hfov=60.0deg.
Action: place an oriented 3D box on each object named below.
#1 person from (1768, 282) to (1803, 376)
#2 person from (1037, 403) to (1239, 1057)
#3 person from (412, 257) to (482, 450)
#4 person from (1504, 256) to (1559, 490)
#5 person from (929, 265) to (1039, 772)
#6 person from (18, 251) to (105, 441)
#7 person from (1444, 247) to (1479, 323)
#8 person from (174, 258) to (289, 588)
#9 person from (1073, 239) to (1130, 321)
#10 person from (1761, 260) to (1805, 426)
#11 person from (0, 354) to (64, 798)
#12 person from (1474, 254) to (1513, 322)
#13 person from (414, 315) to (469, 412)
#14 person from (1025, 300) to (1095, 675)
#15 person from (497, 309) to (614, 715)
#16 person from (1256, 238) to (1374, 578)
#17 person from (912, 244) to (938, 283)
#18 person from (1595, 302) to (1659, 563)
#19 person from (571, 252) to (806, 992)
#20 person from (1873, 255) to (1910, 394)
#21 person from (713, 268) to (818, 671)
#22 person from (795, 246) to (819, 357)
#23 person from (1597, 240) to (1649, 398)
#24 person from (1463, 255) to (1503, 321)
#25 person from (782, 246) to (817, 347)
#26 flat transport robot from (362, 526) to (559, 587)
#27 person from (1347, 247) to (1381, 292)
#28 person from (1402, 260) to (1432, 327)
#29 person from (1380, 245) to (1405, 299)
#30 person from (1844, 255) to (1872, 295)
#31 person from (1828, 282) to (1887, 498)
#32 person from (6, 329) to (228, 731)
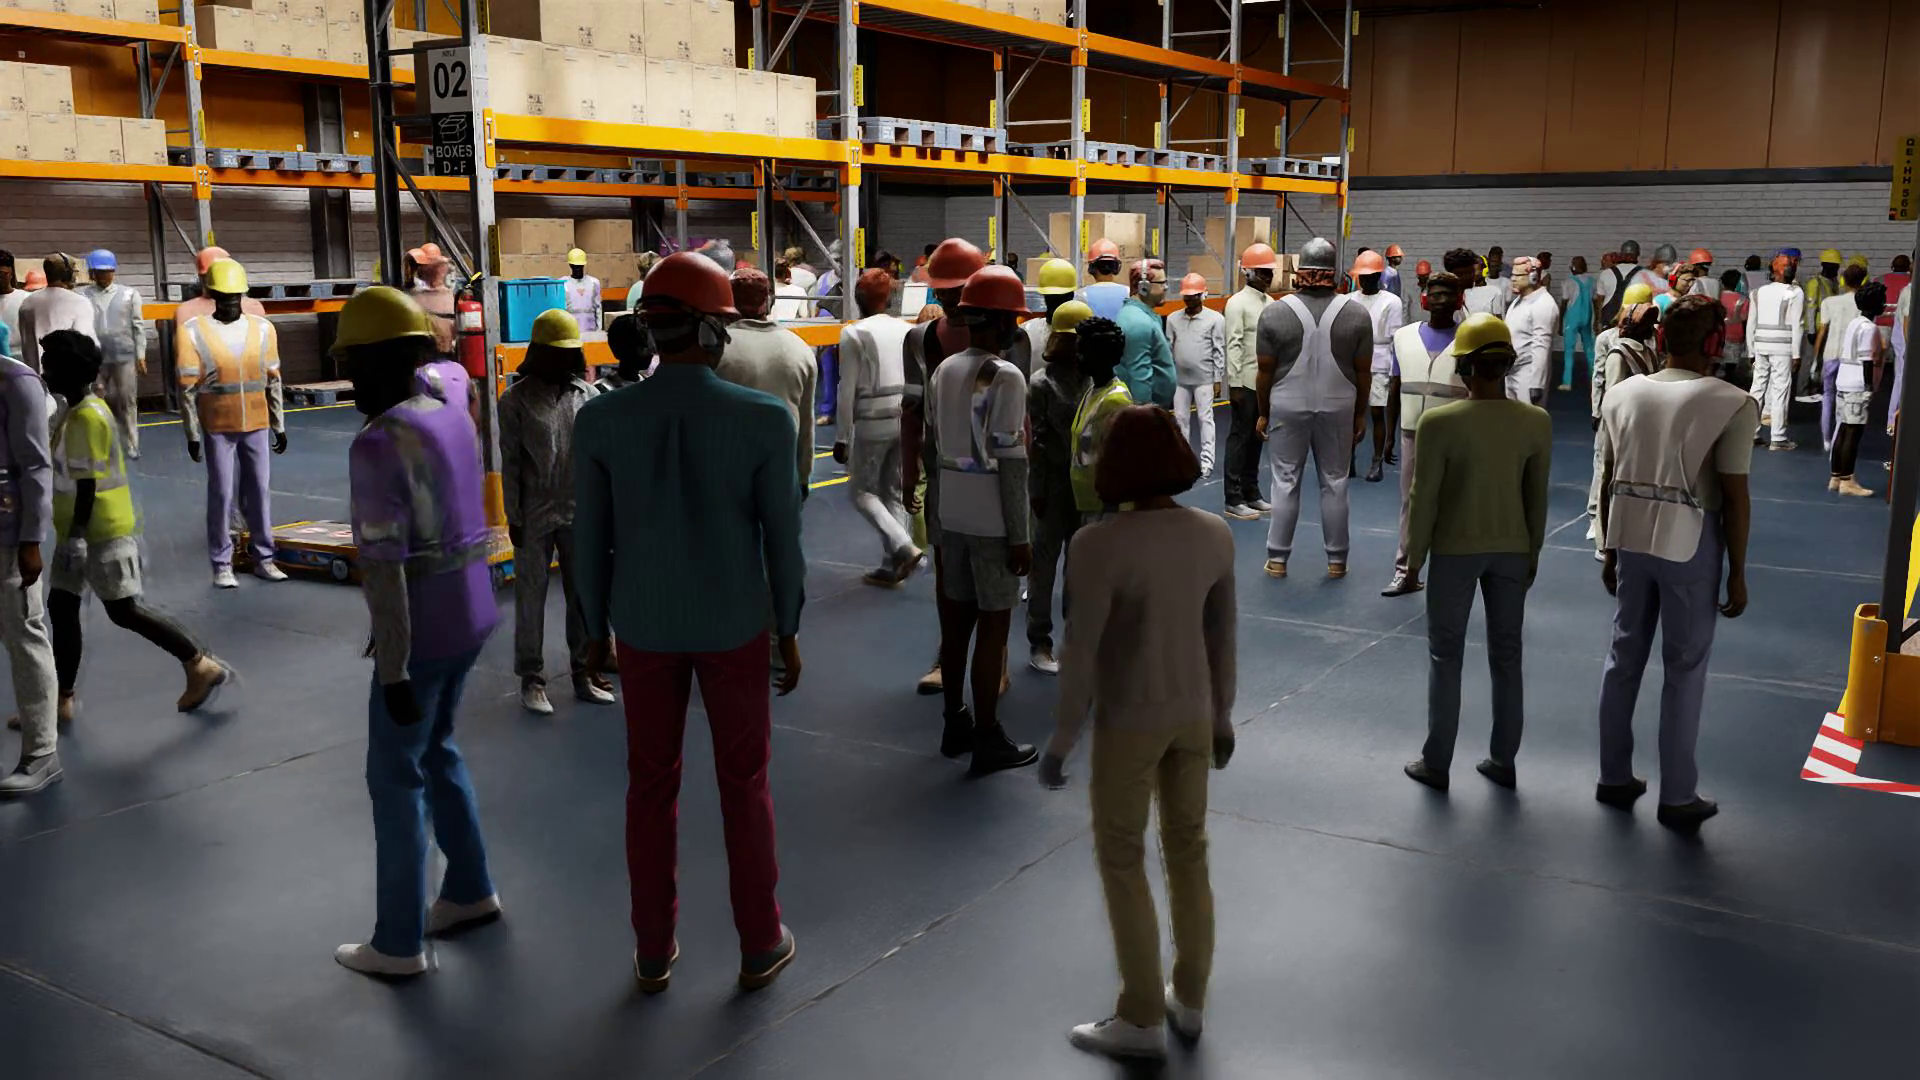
[{"bbox_3d":[11.586,-3.082,23.476,0.533,1.765,0.330,-1,10,-4],"label":"person"},{"bbox_3d":[0.475,0.478,4.158,0.557,1.619,0.364,-7,12,-32],"label":"person"},{"bbox_3d":[-3.930,-1.211,12.777,0.647,1.891,0.507,3,11,18],"label":"person"},{"bbox_3d":[4.438,-1.273,13.105,0.396,1.898,0.645,0,10,-1],"label":"person"},{"bbox_3d":[0.109,-0.081,6.403,0.386,1.929,0.543,-6,12,-31],"label":"person"},{"bbox_3d":[-6.646,-1.165,12.366,0.635,1.937,0.353,3,11,16],"label":"person"},{"bbox_3d":[3.794,-1.262,12.825,0.361,1.964,0.615,4,11,20],"label":"person"},{"bbox_3d":[-4.243,-0.678,9.743,0.401,1.915,0.592,10,14,43],"label":"person"},{"bbox_3d":[1.096,-1.276,12.743,0.602,2.035,0.411,-1,10,-3],"label":"person"},{"bbox_3d":[8.958,-2.175,18.262,0.428,1.836,0.627,0,10,2],"label":"person"},{"bbox_3d":[-3.574,-0.030,6.050,0.602,1.949,0.391,3,11,16],"label":"person"},{"bbox_3d":[6.843,-2.751,21.438,0.513,1.844,0.367,4,11,23],"label":"person"},{"bbox_3d":[-2.768,-0.383,8.891,0.319,1.631,0.519,2,10,12],"label":"person"},{"bbox_3d":[0.520,-0.248,7.832,0.486,1.744,0.294,-8,13,-37],"label":"person"},{"bbox_3d":[-1.720,-0.119,7.146,0.483,1.738,0.320,-8,13,-36],"label":"person"},{"bbox_3d":[2.106,-0.788,9.999,0.688,2.000,0.539,1,10,6],"label":"person"},{"bbox_3d":[-0.457,-3.603,25.801,0.608,1.966,0.371,5,11,26],"label":"person"},{"bbox_3d":[4.189,-0.663,10.418,0.523,1.640,0.306,-10,14,-43],"label":"person"},{"bbox_3d":[-0.719,0.231,4.491,0.614,1.988,0.396,0,10,0],"label":"person"},{"bbox_3d":[12.295,-2.827,21.893,0.631,1.837,0.432,6,12,30],"label":"person"},{"bbox_3d":[-0.971,-0.303,7.718,0.657,1.896,0.402,-9,13,-40],"label":"person"},{"bbox_3d":[-2.330,-3.322,24.327,0.629,1.936,0.371,-10,14,-43],"label":"person"},{"bbox_3d":[8.476,-2.808,21.191,0.684,2.000,0.537,7,12,32],"label":"person"},{"bbox_3d":[5.404,-2.032,17.375,0.319,1.865,0.521,-9,14,-41],"label":"person"},{"bbox_3d":[-2.096,-2.712,20.939,0.630,1.940,0.373,-2,10,-9],"label":"person"},{"bbox_3d":[-2.824,0.099,9.986,0.652,0.197,1.431,5,11,24],"label":"flat transport robot"},{"bbox_3d":[6.349,-3.642,26.159,0.597,1.914,0.372,-2,10,-11],"label":"person"},{"bbox_3d":[6.251,-2.908,22.541,0.572,1.747,0.344,4,11,20],"label":"person"},{"bbox_3d":[6.804,-3.663,26.210,0.356,1.936,0.551,6,12,29],"label":"person"},{"bbox_3d":[12.217,-2.966,22.686,0.404,1.825,0.595,6,12,29],"label":"person"},{"bbox_3d":[7.129,-1.191,13.185,0.321,1.695,0.537,3,11,14],"label":"person"},{"bbox_3d":[-3.562,-0.049,6.944,0.802,1.666,0.537,-7,13,-35],"label":"person"}]
